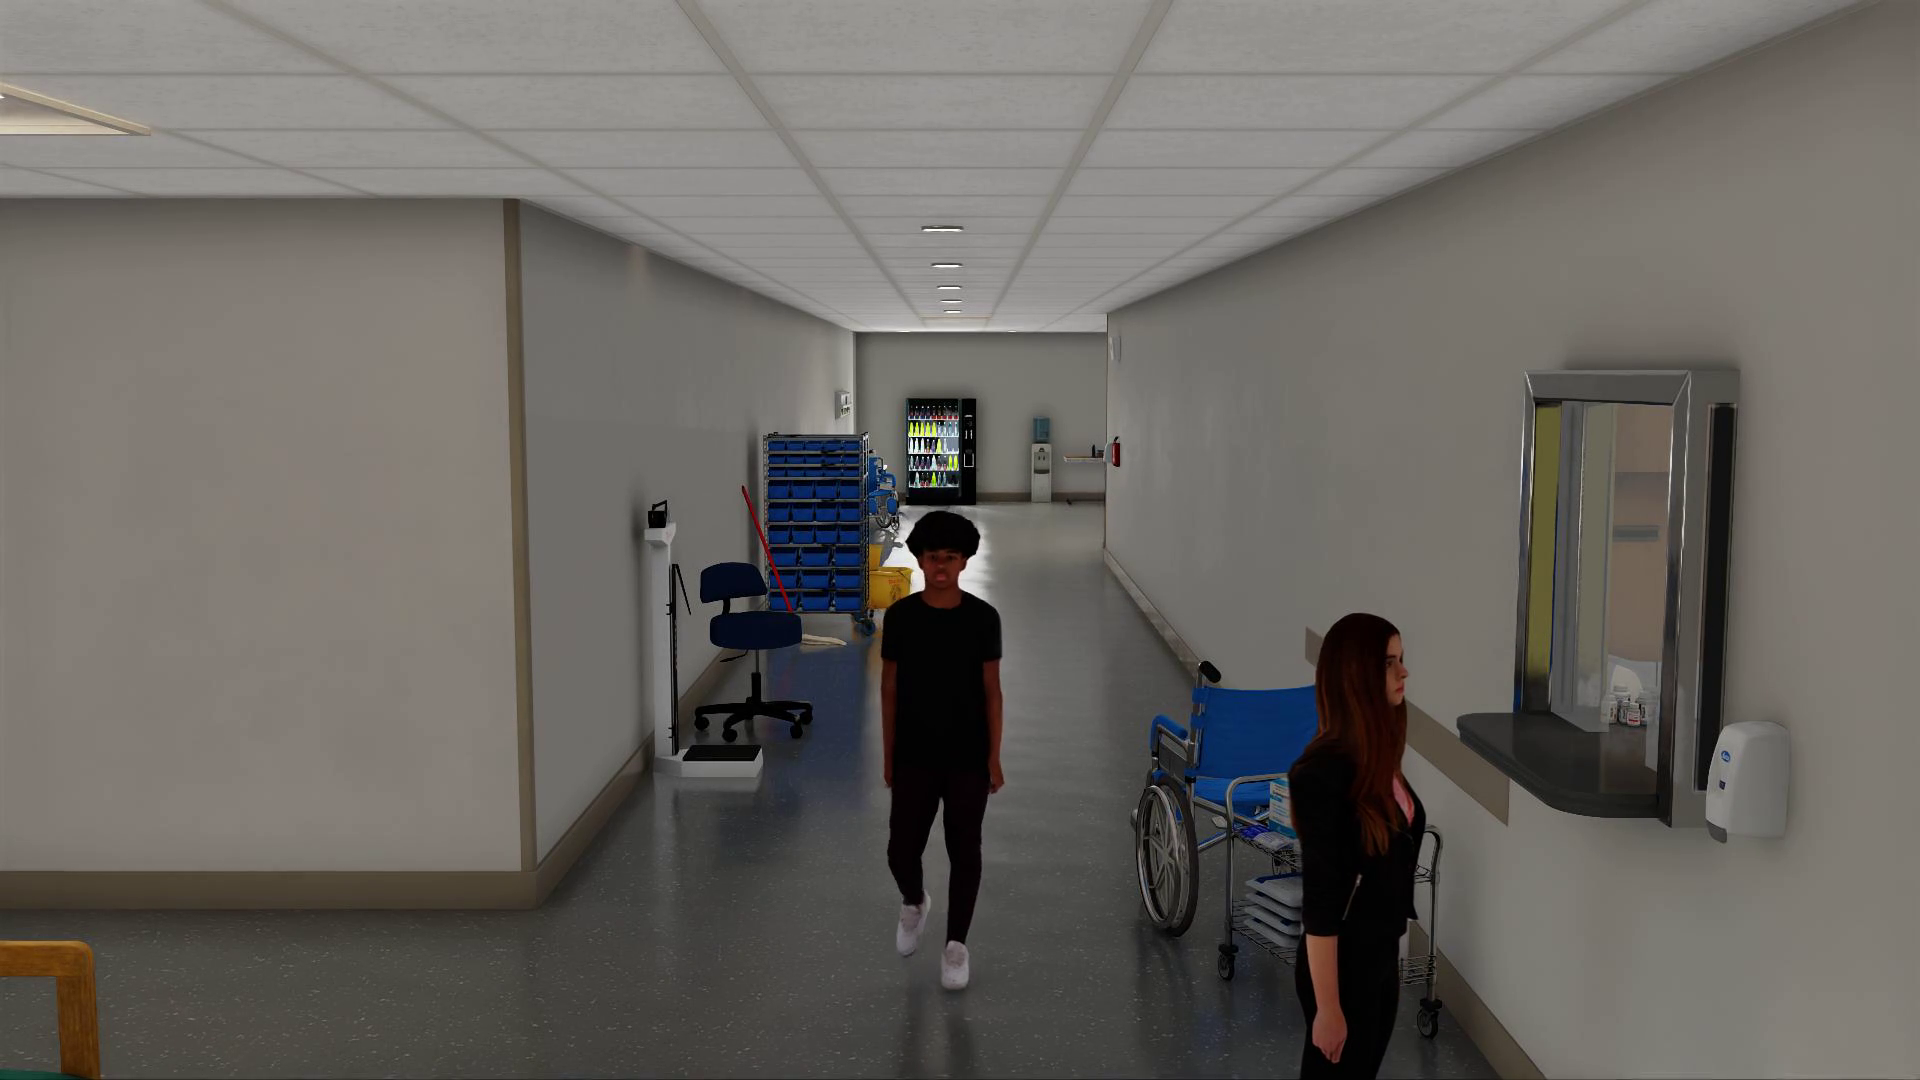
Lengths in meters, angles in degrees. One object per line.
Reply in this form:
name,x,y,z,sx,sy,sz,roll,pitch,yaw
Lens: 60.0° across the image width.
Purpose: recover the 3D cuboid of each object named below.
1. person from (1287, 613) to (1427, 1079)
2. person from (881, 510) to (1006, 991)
person,0.928,1.022,4.020,0.702,1.711,0.693,4,7,32
person,-0.061,0.763,6.288,0.638,1.772,0.671,0,6,1
